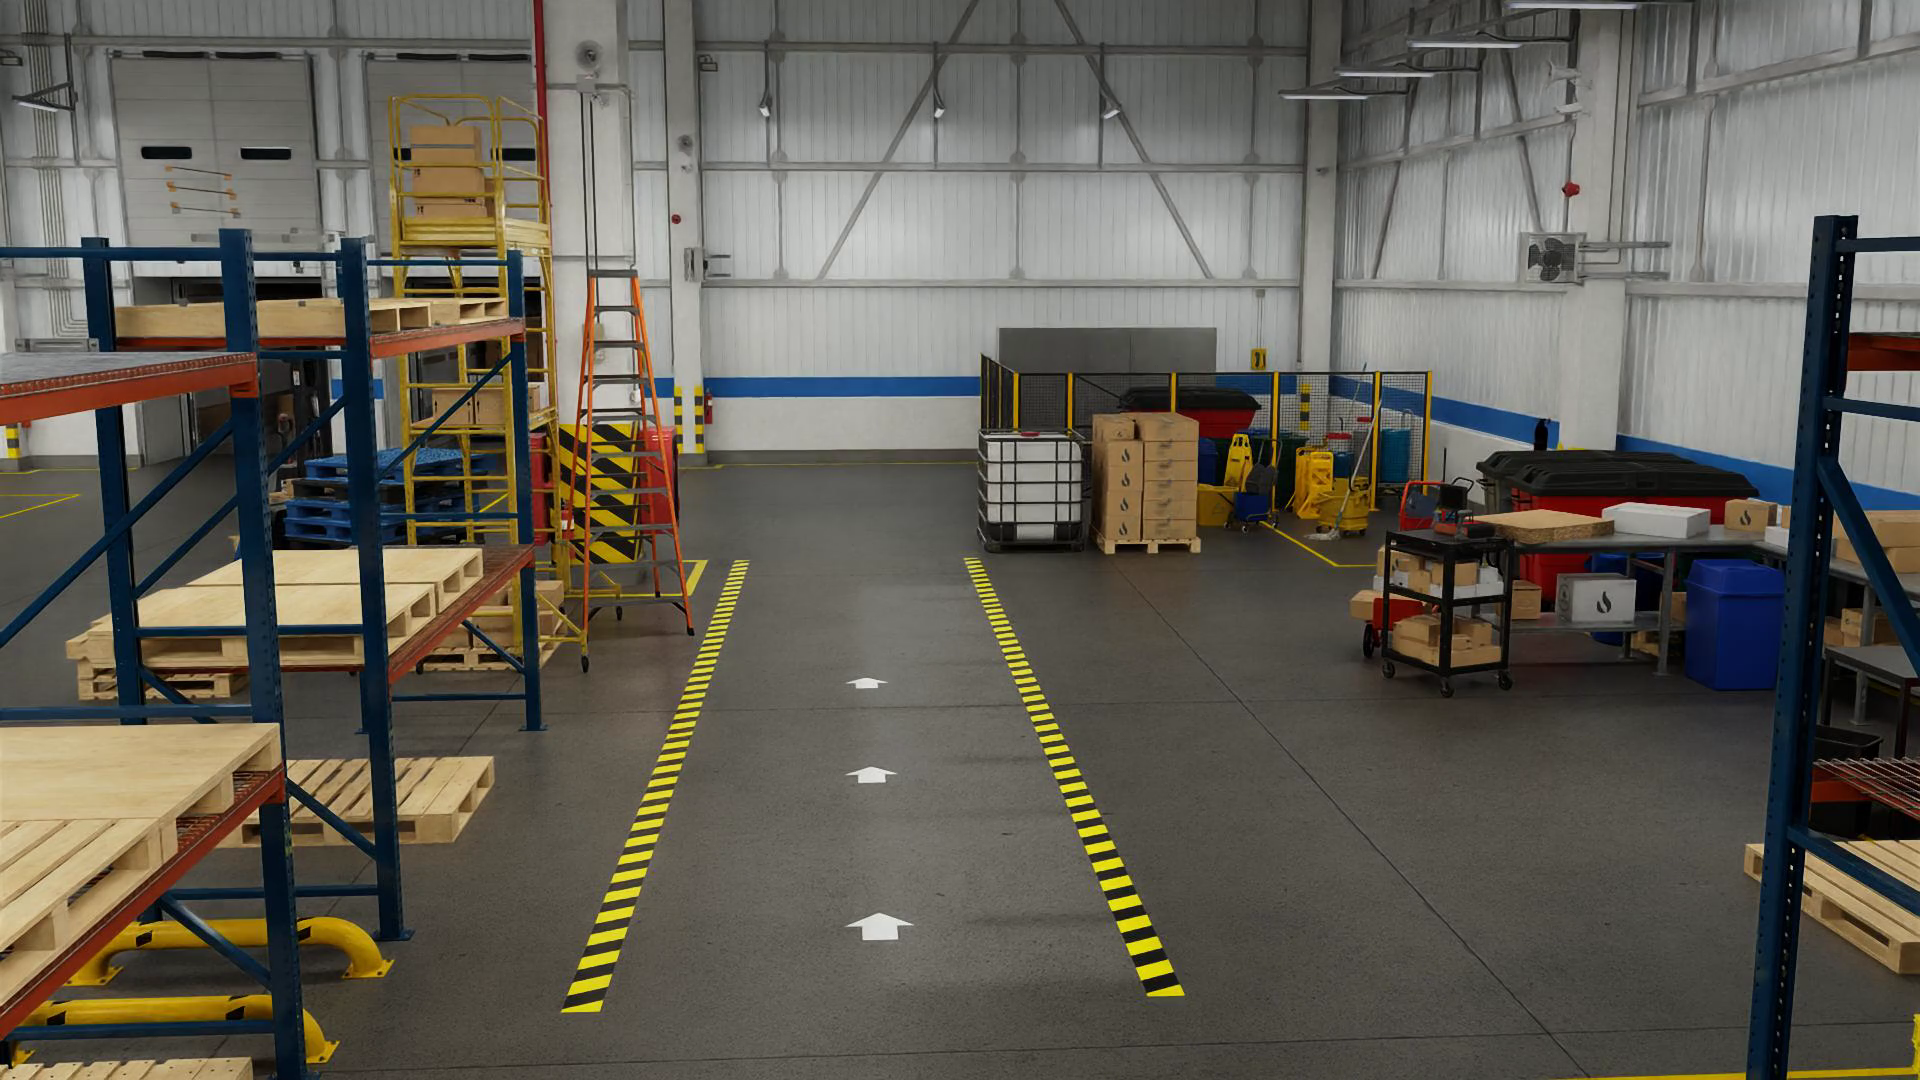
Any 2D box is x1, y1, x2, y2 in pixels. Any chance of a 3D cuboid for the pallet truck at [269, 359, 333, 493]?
[{"bbox_3d":[-7.062,-1.131,18.996,1.885,1.965,0.823,2,9,13],"label":"pallet truck"}]
